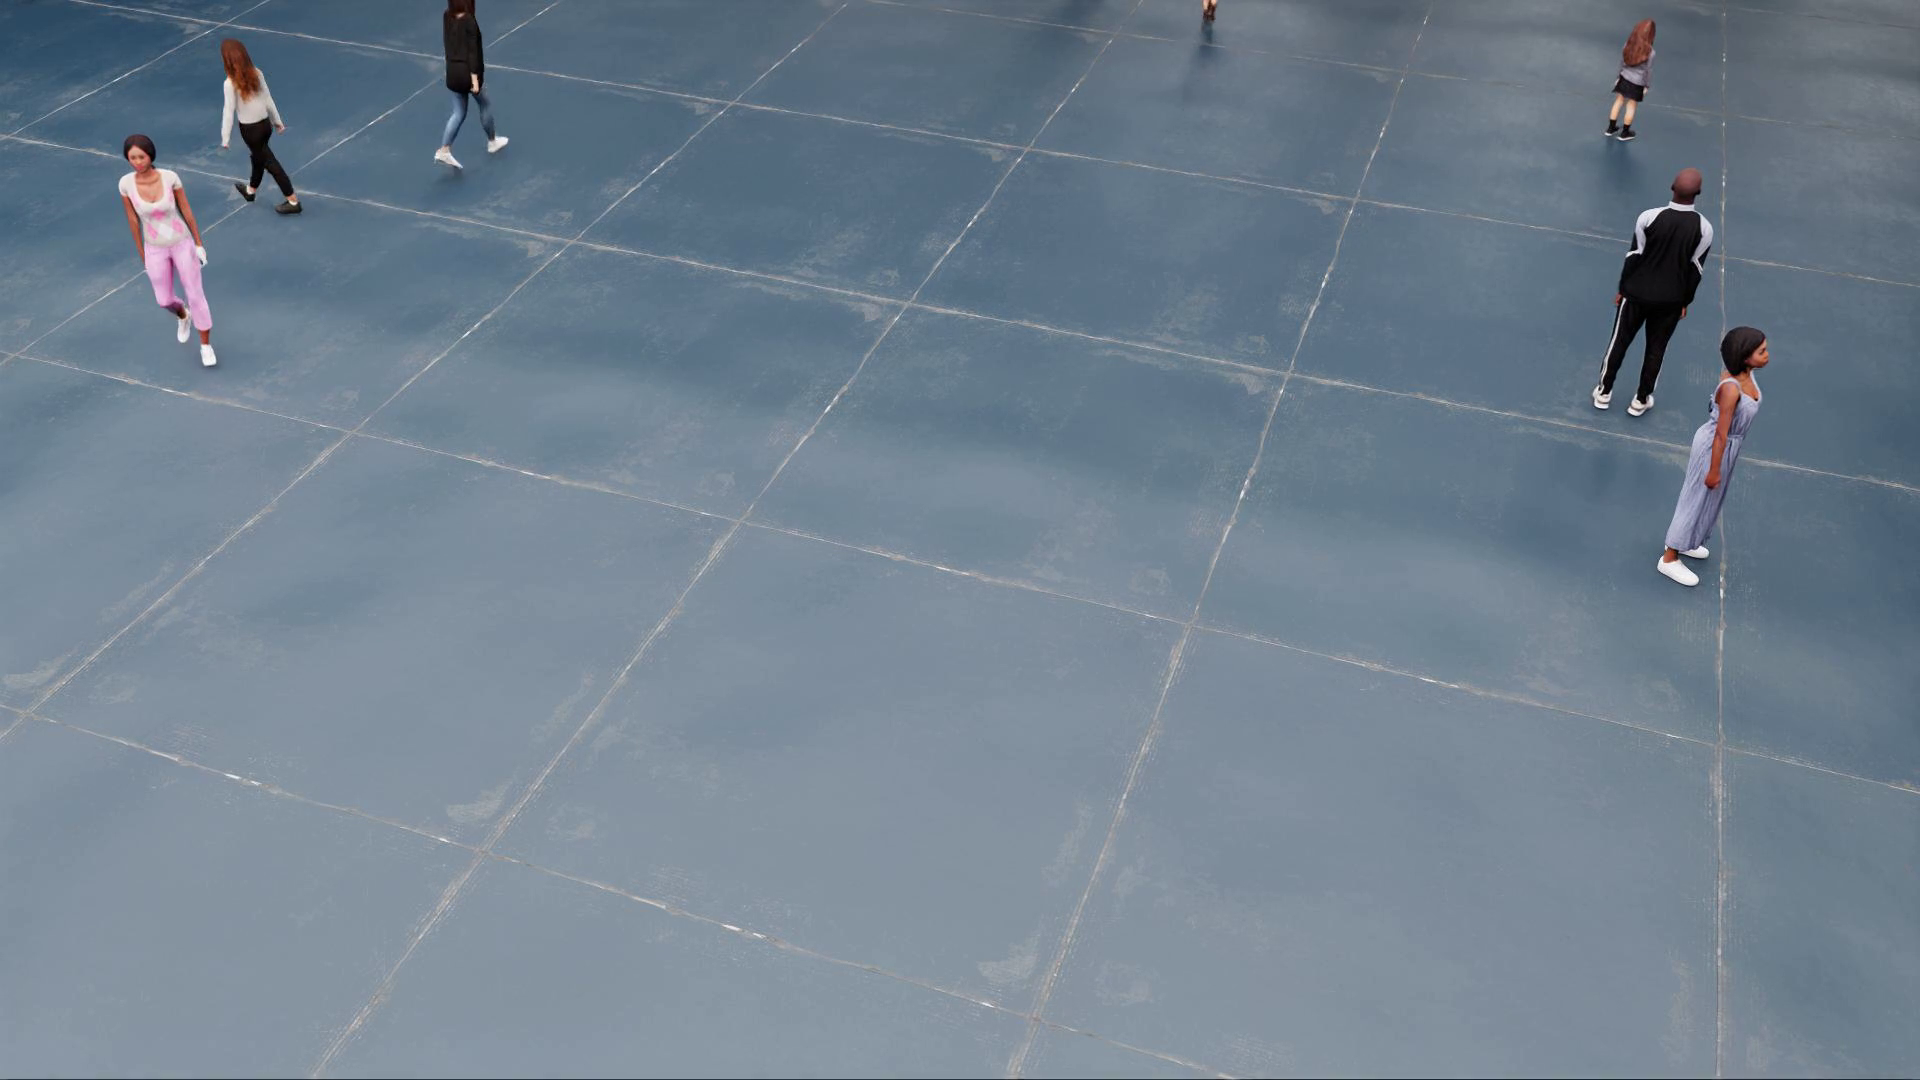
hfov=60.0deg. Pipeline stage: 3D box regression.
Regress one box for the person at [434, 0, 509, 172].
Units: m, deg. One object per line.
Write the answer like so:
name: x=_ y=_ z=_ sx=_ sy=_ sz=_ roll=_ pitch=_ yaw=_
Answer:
person: x=-4.362 y=-4.007 z=14.488 sx=0.666 sy=1.592 sz=1.106 roll=18 pitch=41 yaw=22

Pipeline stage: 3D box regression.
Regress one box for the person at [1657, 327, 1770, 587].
person: x=4.517 y=-0.528 z=9.958 sx=0.674 sy=1.695 sz=0.536 roll=21 pitch=43 yaw=25

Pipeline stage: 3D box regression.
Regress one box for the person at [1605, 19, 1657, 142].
person: x=6.121 y=-4.202 z=15.132 sx=0.560 sy=1.107 sz=0.538 roll=-28 pitch=46 yaw=-31

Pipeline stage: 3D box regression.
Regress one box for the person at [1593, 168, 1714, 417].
person: x=4.730 y=-1.684 z=11.329 sx=0.657 sy=1.826 sz=0.542 roll=15 pitch=41 yaw=19

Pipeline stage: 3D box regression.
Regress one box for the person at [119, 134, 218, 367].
person: x=-5.664 y=-2.110 z=11.948 sx=0.838 sy=1.734 sz=0.910 roll=-13 pitch=40 yaw=-16

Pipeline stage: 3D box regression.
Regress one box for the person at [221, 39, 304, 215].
person: x=-5.784 y=-3.397 z=13.827 sx=0.752 sy=1.445 sz=0.879 roll=13 pitch=40 yaw=16
